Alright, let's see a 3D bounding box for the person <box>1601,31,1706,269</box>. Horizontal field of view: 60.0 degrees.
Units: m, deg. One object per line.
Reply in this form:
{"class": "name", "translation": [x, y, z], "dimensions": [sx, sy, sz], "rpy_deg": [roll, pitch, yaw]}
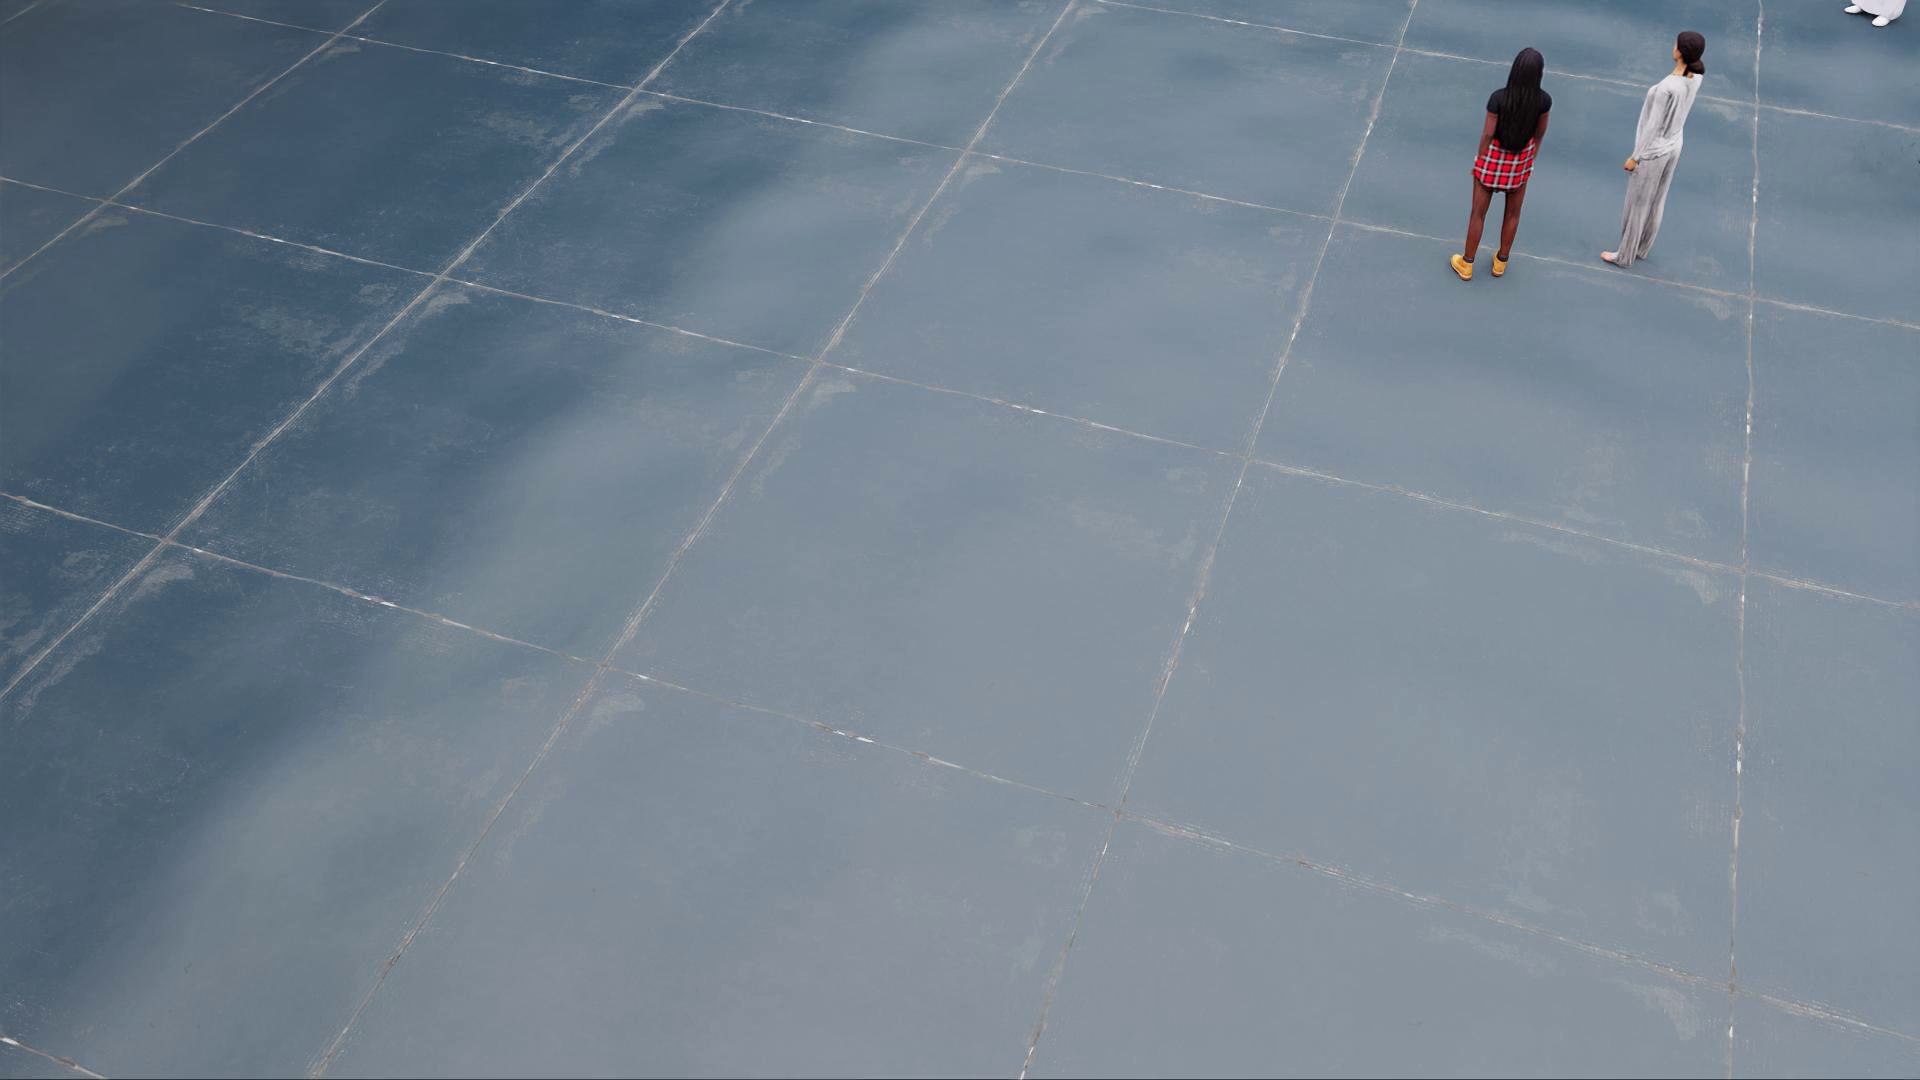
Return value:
{"class": "person", "translation": [4.914, -2.734, 11.700], "dimensions": [0.678, 1.773, 0.706], "rpy_deg": [-25, 49, -24]}

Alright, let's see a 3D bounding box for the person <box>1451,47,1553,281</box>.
{"class": "person", "translation": [3.795, -2.614, 11.605], "dimensions": [0.660, 1.727, 0.762], "rpy_deg": [-2, 43, -2]}
